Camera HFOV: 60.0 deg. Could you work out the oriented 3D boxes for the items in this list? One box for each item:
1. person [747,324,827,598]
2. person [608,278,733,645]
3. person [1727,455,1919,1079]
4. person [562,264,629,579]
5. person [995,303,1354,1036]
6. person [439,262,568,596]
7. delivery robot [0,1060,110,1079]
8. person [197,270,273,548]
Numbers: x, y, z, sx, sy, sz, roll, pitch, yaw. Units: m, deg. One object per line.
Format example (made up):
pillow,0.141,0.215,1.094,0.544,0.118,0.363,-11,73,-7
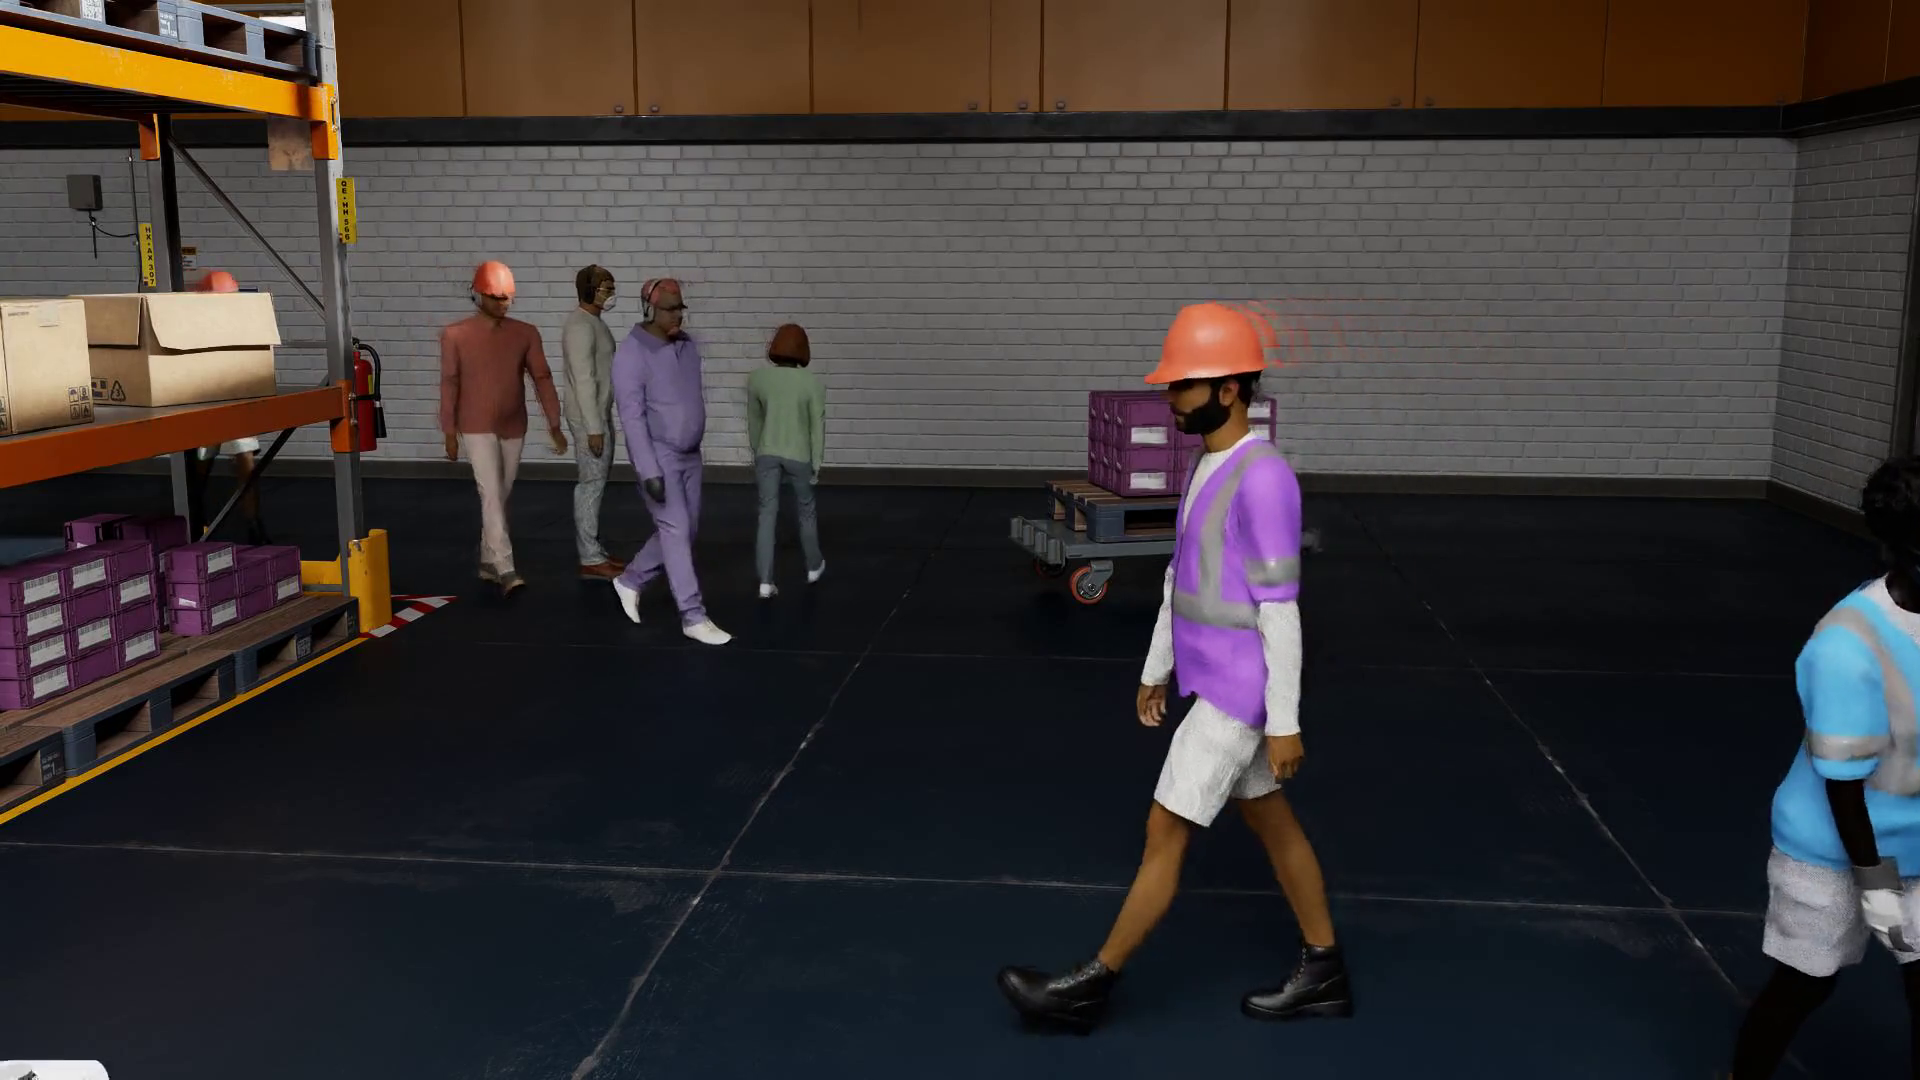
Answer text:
person,-1.027,-0.478,9.850,0.507,1.582,0.850,1,10,8
person,-1.524,-0.407,8.630,0.889,1.871,0.720,5,11,26
person,1.891,0.625,3.367,0.562,1.638,0.744,-4,11,-21
person,-2.252,-0.722,10.252,0.379,1.936,0.637,-1,10,-6
person,0.591,0.352,4.234,0.996,1.879,0.575,-1,10,-4
person,-2.683,-0.651,9.816,0.643,1.935,0.997,-8,13,-38
delivery robot,-1.832,1.189,2.977,0.477,0.478,0.707,0,10,0
person,-5.118,-0.909,11.469,0.558,1.896,0.991,-9,13,-41
